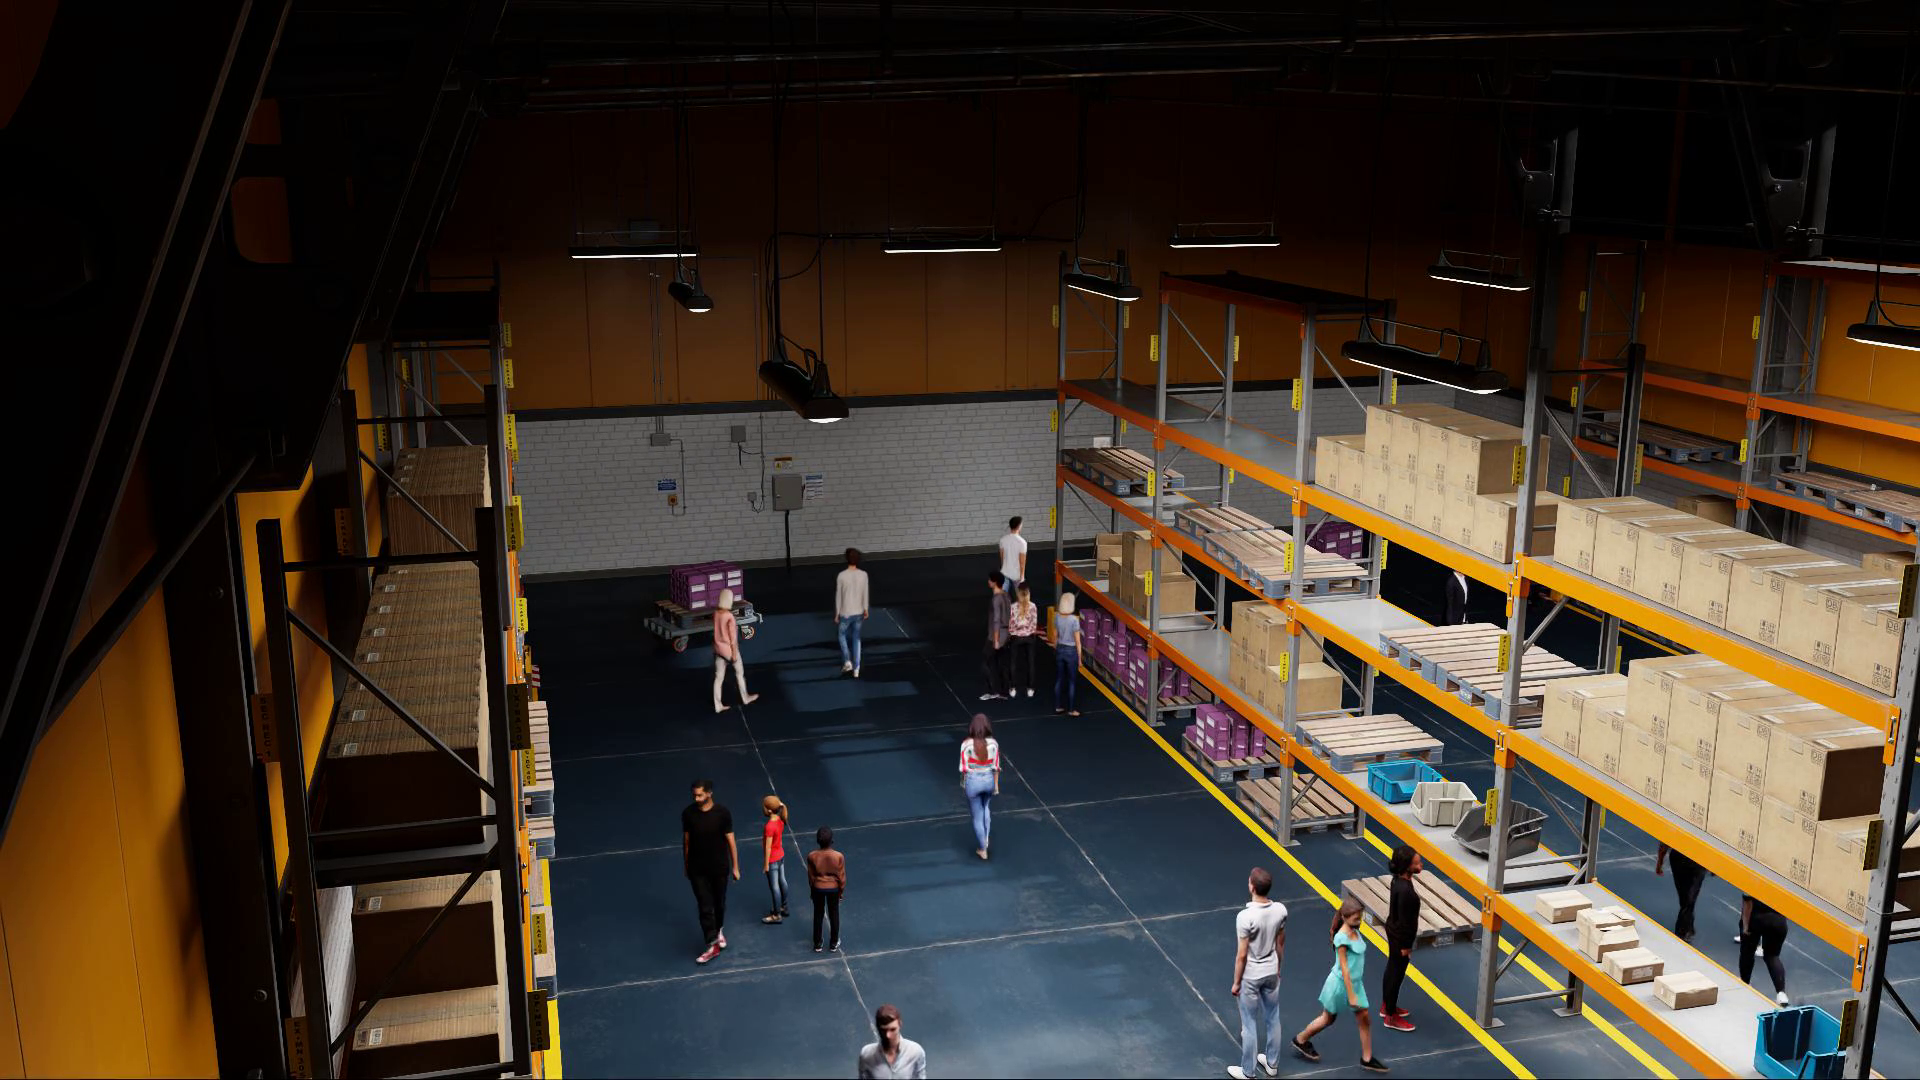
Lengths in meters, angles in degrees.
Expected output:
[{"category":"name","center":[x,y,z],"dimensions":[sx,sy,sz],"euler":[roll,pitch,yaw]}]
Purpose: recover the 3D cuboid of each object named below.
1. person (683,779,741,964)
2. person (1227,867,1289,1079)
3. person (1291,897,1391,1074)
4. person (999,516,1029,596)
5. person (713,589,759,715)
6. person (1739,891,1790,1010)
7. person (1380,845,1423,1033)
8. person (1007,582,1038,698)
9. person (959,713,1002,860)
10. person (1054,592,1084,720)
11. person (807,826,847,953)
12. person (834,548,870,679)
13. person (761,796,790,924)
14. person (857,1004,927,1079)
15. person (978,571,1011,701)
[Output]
[{"category":"person","center":[-2.391,3.105,15.918],"dimensions":[0.770,1.730,0.885],"euler":[-3,14,-12]},{"category":"person","center":[2.464,3.582,13.694],"dimensions":[0.698,1.850,0.629],"euler":[-7,15,-27]},{"category":"person","center":[3.131,3.704,13.887],"dimensions":[1.090,1.522,0.949],"euler":[10,17,35]},{"category":"person","center":[0.775,0.576,26.196],"dimensions":[1.139,1.808,1.237],"euler":[6,15,25]},{"category":"person","center":[-3.229,1.523,22.510],"dimensions":[0.981,1.703,0.991],"euler":[10,17,37]},{"category":"person","center":[7.195,3.435,14.795],"dimensions":[0.768,1.617,1.089],"euler":[0,14,-2]},{"category":"person","center":[3.856,3.460,14.572],"dimensions":[0.725,1.675,0.592],"euler":[2,14,8]},{"category":"person","center":[0.869,1.391,23.213],"dimensions":[0.583,1.628,0.523],"euler":[-2,14,-8]},{"category":"person","center":[0.236,2.680,17.960],"dimensions":[0.594,1.595,0.649],"euler":[-4,14,-17]},{"category":"person","center":[1.439,1.540,22.399],"dimensions":[0.626,1.721,0.726],"euler":[12,18,40]},{"category":"person","center":[-1.292,3.343,15.951],"dimensions":[0.550,1.253,0.530],"euler":[-1,14,-2]},{"category":"person","center":[-1.542,1.077,23.957],"dimensions":[0.703,1.888,0.625],"euler":[-5,14,-18]},{"category":"person","center":[-1.836,3.167,16.561],"dimensions":[0.611,1.308,0.530],"euler":[4,14,16]},{"category":"person","center":[-0.475,4.073,11.687],"dimensions":[0.724,1.840,0.693],"euler":[-1,14,-4]},{"category":"person","center":[0.610,1.337,22.987],"dimensions":[0.860,1.840,0.784],"euler":[6,15,24]}]
